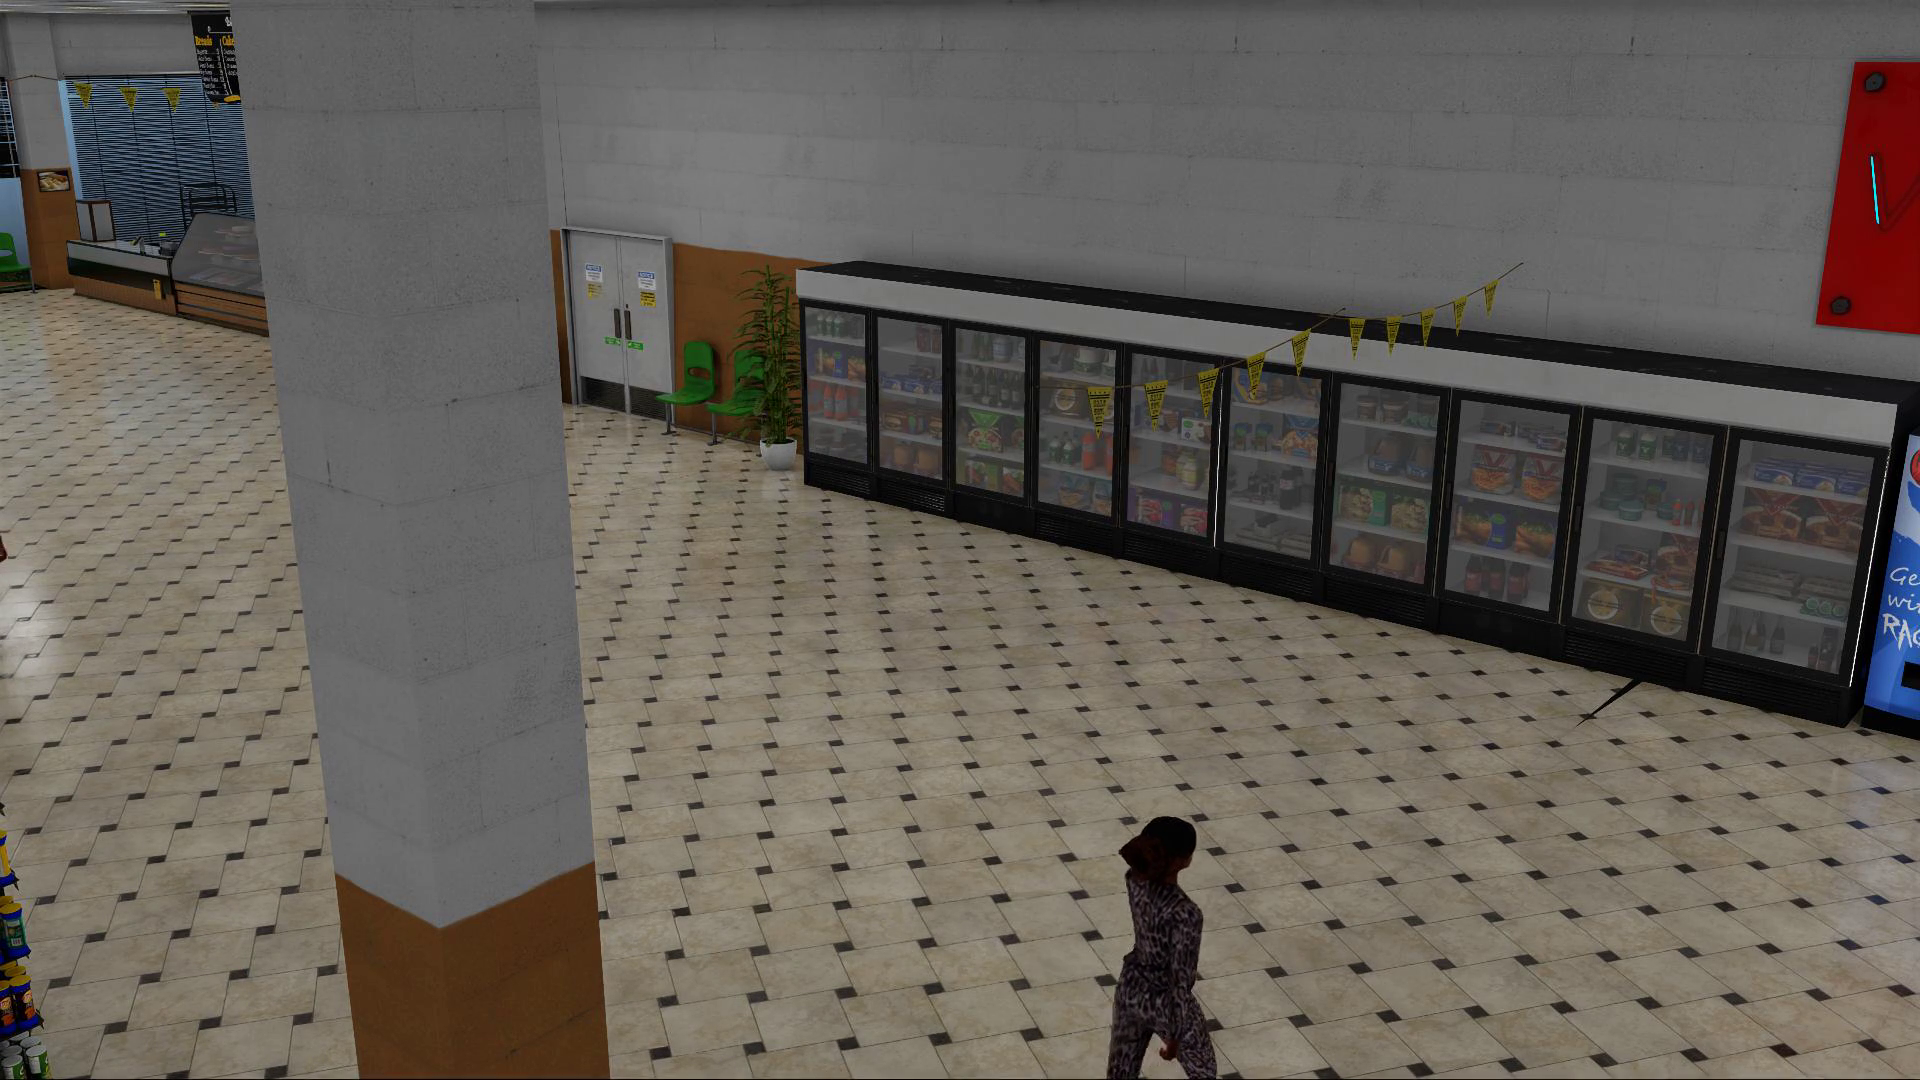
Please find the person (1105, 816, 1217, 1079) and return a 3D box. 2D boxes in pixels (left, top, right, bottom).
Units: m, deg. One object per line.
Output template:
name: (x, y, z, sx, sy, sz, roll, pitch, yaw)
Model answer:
person: (0.722, 1.903, 6.702, 1.159, 1.680, 0.772, -11, 20, -32)
